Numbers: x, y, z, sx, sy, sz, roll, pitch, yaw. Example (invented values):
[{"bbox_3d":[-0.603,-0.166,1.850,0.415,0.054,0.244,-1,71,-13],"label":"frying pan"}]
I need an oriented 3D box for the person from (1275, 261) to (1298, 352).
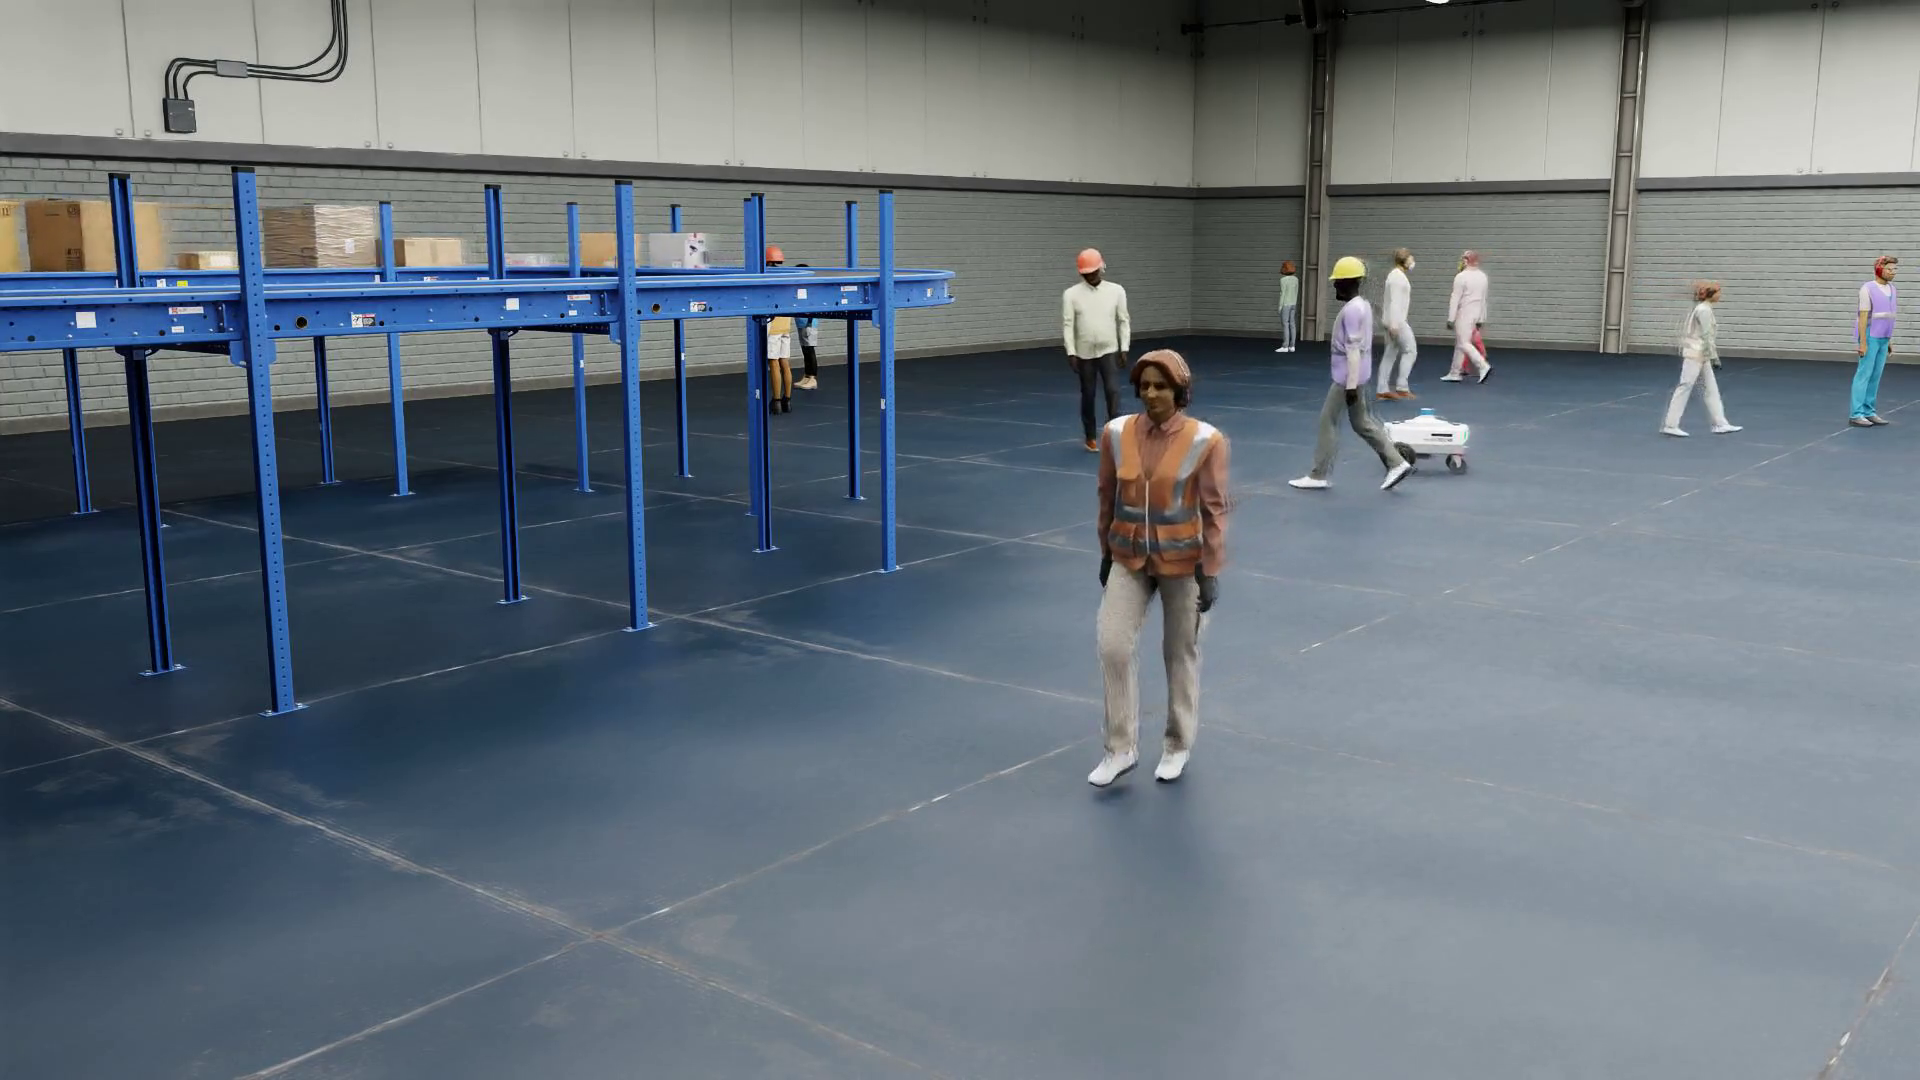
[{"bbox_3d":[5.923,-4.219,30.105,0.507,1.633,0.278,-10,14,-44],"label":"person"}]

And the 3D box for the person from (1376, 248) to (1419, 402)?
[{"bbox_3d":[5.570,-2.692,20.875,0.678,1.916,0.643,2,10,11],"label":"person"}]

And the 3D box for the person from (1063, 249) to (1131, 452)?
[{"bbox_3d":[1.293,-1.765,15.699,0.635,1.927,0.892,1,10,3],"label":"person"}]

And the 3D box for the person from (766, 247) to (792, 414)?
[{"bbox_3d":[-2.172,-2.455,19.485,0.354,1.939,0.544,5,11,25],"label":"person"}]

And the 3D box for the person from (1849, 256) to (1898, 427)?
[{"bbox_3d":[9.991,-2.174,18.192,0.571,1.840,0.373,-7,12,-32],"label":"person"}]

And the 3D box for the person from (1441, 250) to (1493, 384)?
[{"bbox_3d":[7.221,-3.160,23.586,0.650,1.879,0.876,-8,13,-39],"label":"person"}]

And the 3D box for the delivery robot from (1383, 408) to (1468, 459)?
[{"bbox_3d":[4.103,-0.918,14.658,0.707,0.478,0.477,2,10,9],"label":"delivery robot"}]

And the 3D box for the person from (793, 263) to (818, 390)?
[{"bbox_3d":[-2.101,-2.909,22.661,0.322,1.699,0.535,-3,11,-18],"label":"person"}]

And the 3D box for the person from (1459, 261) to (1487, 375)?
[{"bbox_3d":[7.606,-3.301,24.729,0.414,1.739,0.764,-2,10,-10],"label":"person"}]

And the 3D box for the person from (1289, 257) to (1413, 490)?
[{"bbox_3d":[3.204,-1.338,13.439,0.928,1.893,0.599,4,11,21],"label":"person"}]

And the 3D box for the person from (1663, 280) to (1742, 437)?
[{"bbox_3d":[7.675,-1.847,17.041,0.824,1.602,0.527,5,11,26],"label":"person"}]

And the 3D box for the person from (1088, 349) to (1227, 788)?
[{"bbox_3d":[0.706,0.120,6.082,0.535,1.616,0.613,5,12,28],"label":"person"}]
